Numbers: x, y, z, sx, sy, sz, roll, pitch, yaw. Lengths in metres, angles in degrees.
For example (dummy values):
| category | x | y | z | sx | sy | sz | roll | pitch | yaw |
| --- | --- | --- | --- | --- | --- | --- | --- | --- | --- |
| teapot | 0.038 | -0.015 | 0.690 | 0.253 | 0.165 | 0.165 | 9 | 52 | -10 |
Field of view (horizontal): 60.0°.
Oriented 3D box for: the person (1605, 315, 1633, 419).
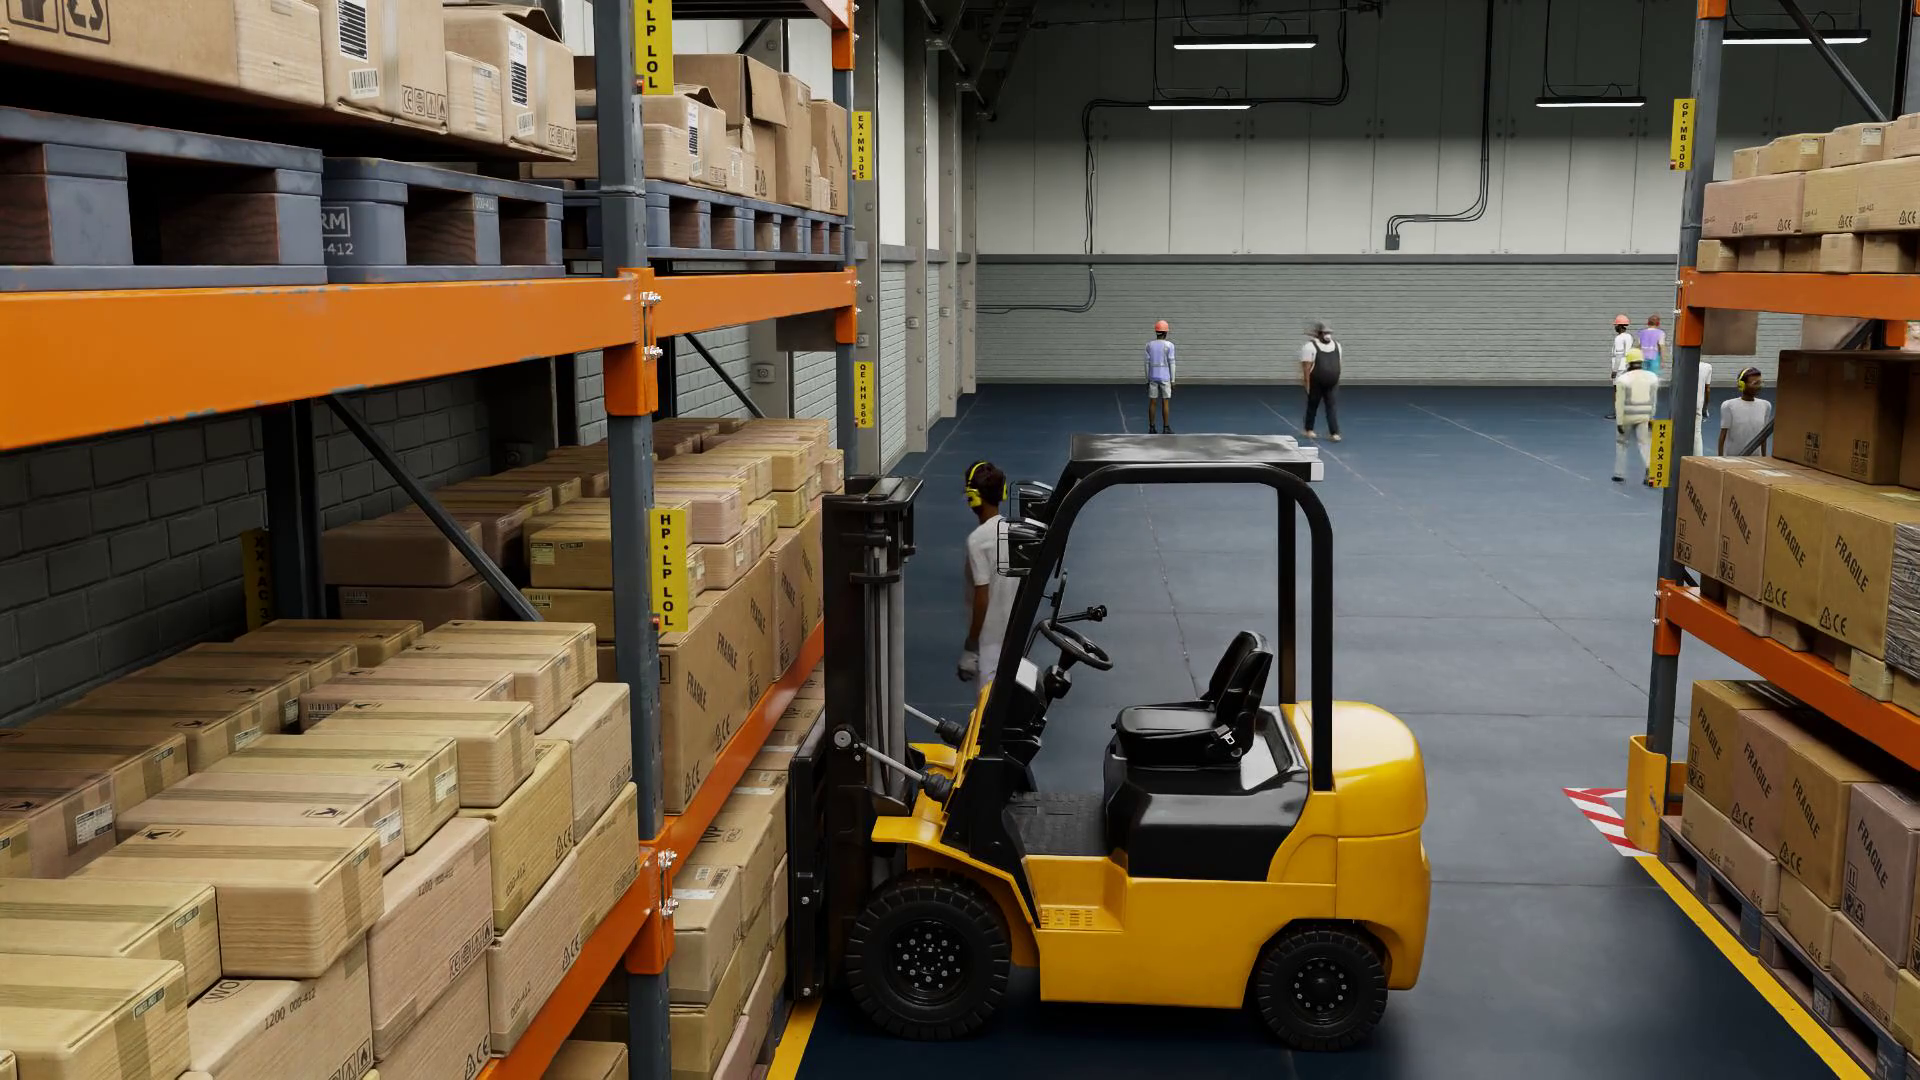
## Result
| category | x | y | z | sx | sy | sz | roll | pitch | yaw |
| --- | --- | --- | --- | --- | --- | --- | --- | --- | --- |
| person | 12.318 | -3.224 | 31.088 | 0.358 | 1.936 | 0.552 | 8 | 12 | 41 |

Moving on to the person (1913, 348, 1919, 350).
| category | x | y | z | sx | sy | sz | roll | pitch | yaw |
| --- | --- | --- | --- | --- | --- | --- | --- | --- | --- |
| person | 15.977 | -2.563 | 27.464 | 0.757 | 1.804 | 0.627 | -8 | 12 | -39 |

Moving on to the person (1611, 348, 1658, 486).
| category | x | y | z | sx | sy | sz | roll | pitch | yaw |
| --- | --- | --- | --- | --- | --- | --- | --- | --- | --- |
| person | 8.793 | -1.594 | 21.615 | 0.593 | 1.807 | 0.757 | -1 | 9 | -4 |

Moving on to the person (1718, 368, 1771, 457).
| category | x | y | z | sx | sy | sz | roll | pitch | yaw |
| --- | --- | --- | --- | --- | --- | --- | --- | --- | --- |
| person | 7.715 | -0.760 | 16.367 | 0.536 | 1.868 | 0.314 | 0 | 9 | -3 |

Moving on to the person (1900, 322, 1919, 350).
| category | x | y | z | sx | sy | sz | roll | pitch | yaw |
| --- | --- | --- | --- | --- | --- | --- | --- | --- | --- |
| person | 16.982 | -2.979 | 29.802 | 0.650 | 1.877 | 0.862 | -2 | 10 | -10 |

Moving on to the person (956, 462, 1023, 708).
| category | x | y | z | sx | sy | sz | roll | pitch | yaw |
| --- | --- | --- | --- | --- | --- | --- | --- | --- | --- |
| person | 0.151 | 0.524 | 8.625 | 0.329 | 1.859 | 0.518 | 5 | 11 | 29 |

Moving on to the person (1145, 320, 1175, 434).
| category | x | y | z | sx | sy | sz | roll | pitch | yaw |
| --- | --- | --- | --- | --- | --- | --- | --- | --- | --- |
| person | 3.390 | -2.733 | 28.110 | 0.543 | 1.939 | 0.360 | 5 | 11 | 29 |

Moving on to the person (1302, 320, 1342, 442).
| category | x | y | z | sx | sy | sz | roll | pitch | yaw |
| --- | --- | --- | --- | --- | --- | --- | --- | --- | --- |
| person | 5.947 | -2.648 | 27.287 | 0.688 | 2.000 | 1.045 | -2 | 10 | -10 |

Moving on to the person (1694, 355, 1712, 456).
| category | x | y | z | sx | sy | sz | roll | pitch | yaw |
| --- | --- | --- | --- | --- | --- | --- | --- | --- | --- |
| person | 9.892 | -1.779 | 22.543 | 0.514 | 1.872 | 0.328 | 0 | 9 | -2 |

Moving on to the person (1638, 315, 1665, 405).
| category | x | y | z | sx | sy | sz | roll | pitch | yaw |
| --- | --- | --- | --- | --- | --- | --- | --- | --- | --- |
| person | 14.223 | -3.708 | 34.312 | 0.423 | 1.846 | 0.663 | -7 | 12 | -36 |
